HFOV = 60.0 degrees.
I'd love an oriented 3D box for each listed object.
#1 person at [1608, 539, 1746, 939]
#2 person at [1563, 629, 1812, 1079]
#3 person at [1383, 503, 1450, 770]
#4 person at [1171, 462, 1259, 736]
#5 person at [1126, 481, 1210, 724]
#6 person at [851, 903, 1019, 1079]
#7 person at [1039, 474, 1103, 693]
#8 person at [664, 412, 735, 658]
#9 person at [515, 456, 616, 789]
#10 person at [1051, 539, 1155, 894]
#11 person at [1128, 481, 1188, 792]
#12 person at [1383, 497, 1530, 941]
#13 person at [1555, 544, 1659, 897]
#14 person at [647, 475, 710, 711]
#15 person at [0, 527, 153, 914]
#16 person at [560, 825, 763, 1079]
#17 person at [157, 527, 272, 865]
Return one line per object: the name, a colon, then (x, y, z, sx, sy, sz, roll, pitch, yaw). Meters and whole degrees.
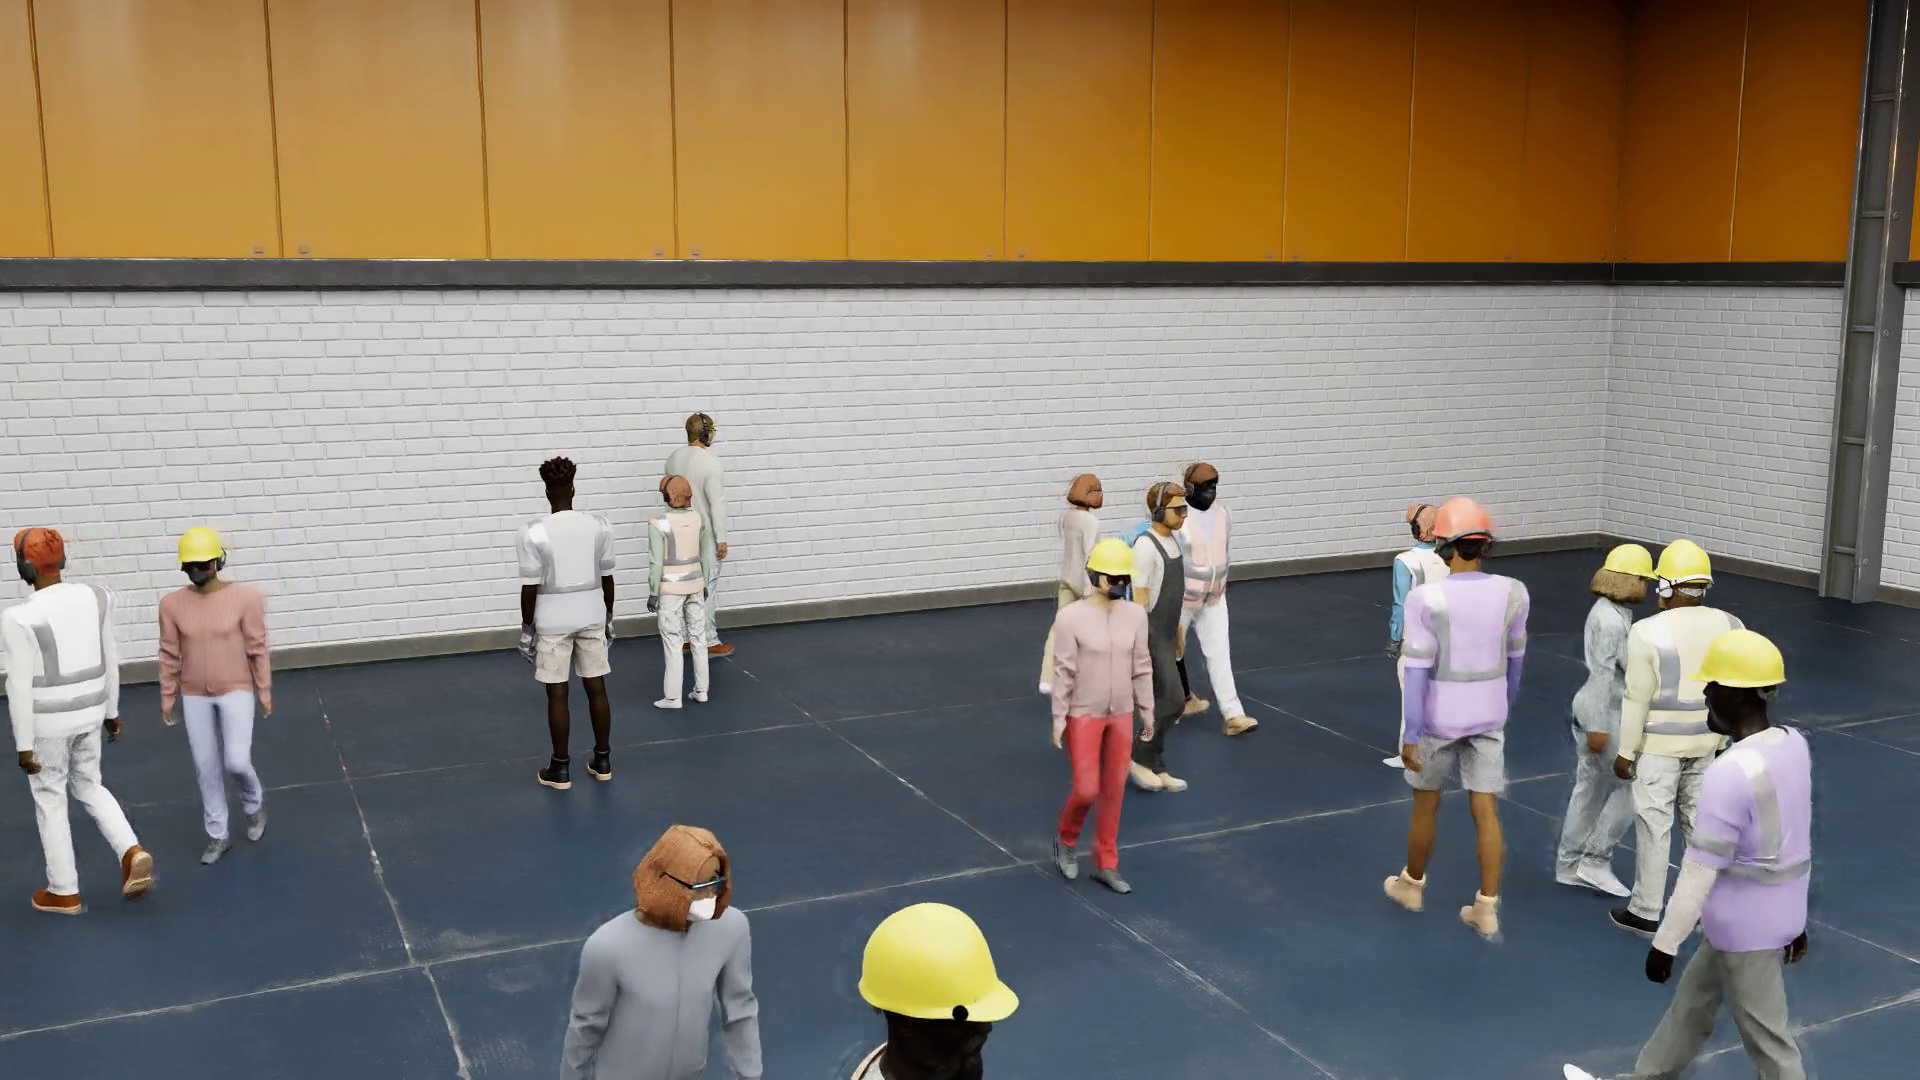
person: (3.250, 0.907, 7.586, 0.590, 1.833, 0.404, -2, 9, -15)
person: (2.482, 1.220, 5.491, 0.969, 1.873, 0.615, 9, 13, 43)
person: (2.817, 0.593, 10.129, 0.511, 1.640, 0.308, -5, 11, -30)
person: (1.563, 0.388, 10.932, 0.641, 1.794, 0.952, -5, 10, -27)
person: (1.304, 0.427, 11.163, 0.885, 1.647, 0.542, -7, 12, -38)
person: (-0.088, 1.592, 3.208, 1.020, 1.877, 0.601, 2, 9, 11)
person: (0.939, 0.311, 12.004, 0.844, 1.586, 0.514, -4, 10, -24)
person: (-2.066, -0.040, 13.131, 0.631, 1.938, 0.362, 8, 12, 40)
person: (-2.316, 0.486, 9.808, 0.607, 1.957, 0.389, -6, 11, -34)
person: (0.701, 0.855, 8.118, 0.553, 1.752, 0.357, -5, 10, -27)
person: (1.178, 0.574, 9.635, 0.400, 1.835, 0.537, 4, 10, 25)
person: (2.301, 0.801, 7.709, 0.619, 2.036, 0.616, -1, 9, -8)
person: (3.183, 0.872, 8.130, 0.501, 1.712, 0.508, 3, 10, 18)
person: (-1.949, 0.363, 11.559, 0.306, 1.639, 0.524, 8, 12, 42)
person: (-4.152, 0.857, 7.791, 0.573, 1.866, 0.596, 4, 10, 22)
person: (-0.814, 1.519, 4.596, 0.504, 1.560, 0.919, -8, 12, -42)
person: (-3.830, 0.792, 8.551, 0.543, 1.750, 0.391, -1, 9, -4)
